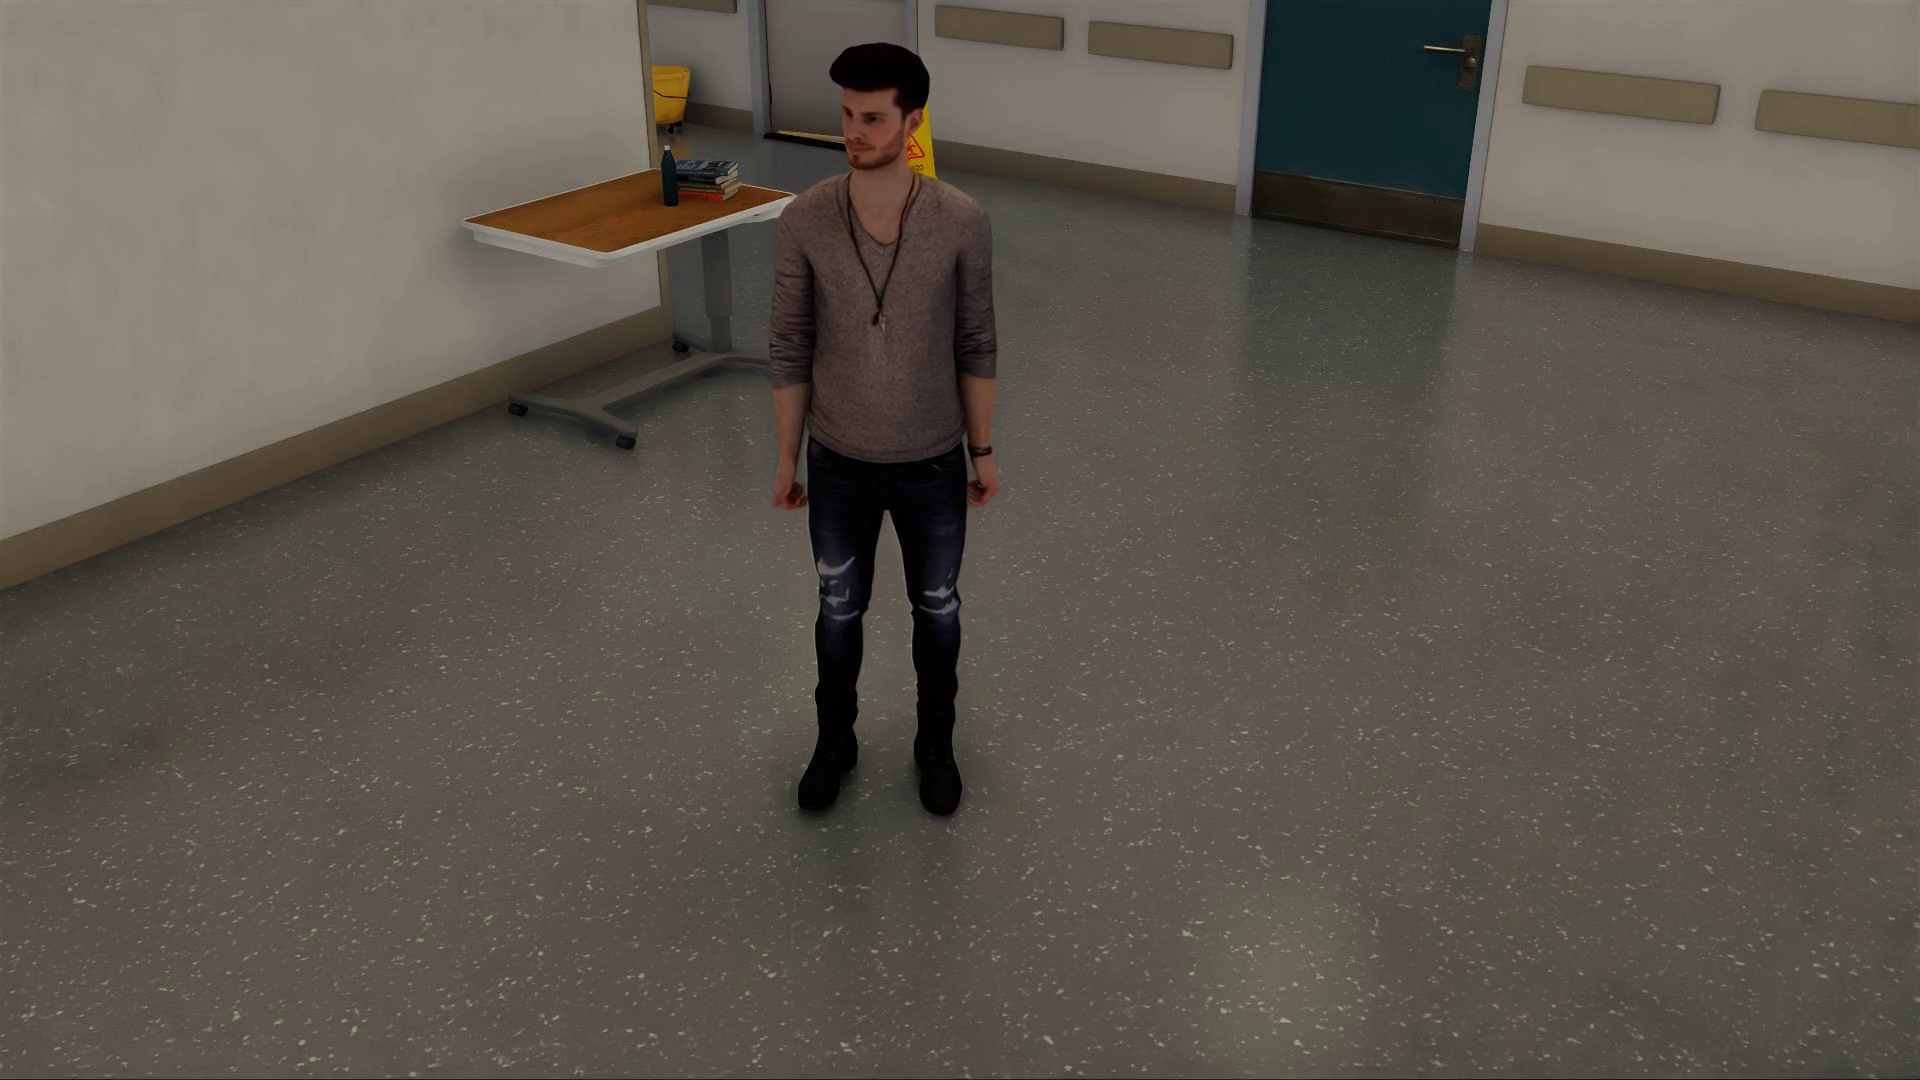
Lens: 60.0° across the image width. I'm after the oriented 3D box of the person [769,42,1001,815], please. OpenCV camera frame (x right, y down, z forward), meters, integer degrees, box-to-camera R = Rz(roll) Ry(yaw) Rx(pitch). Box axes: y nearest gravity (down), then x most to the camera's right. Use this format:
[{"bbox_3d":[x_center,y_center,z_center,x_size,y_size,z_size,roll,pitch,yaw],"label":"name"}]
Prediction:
[{"bbox_3d":[-0.174,-0.223,3.993,0.724,1.903,0.836,0,26,0],"label":"person"}]
